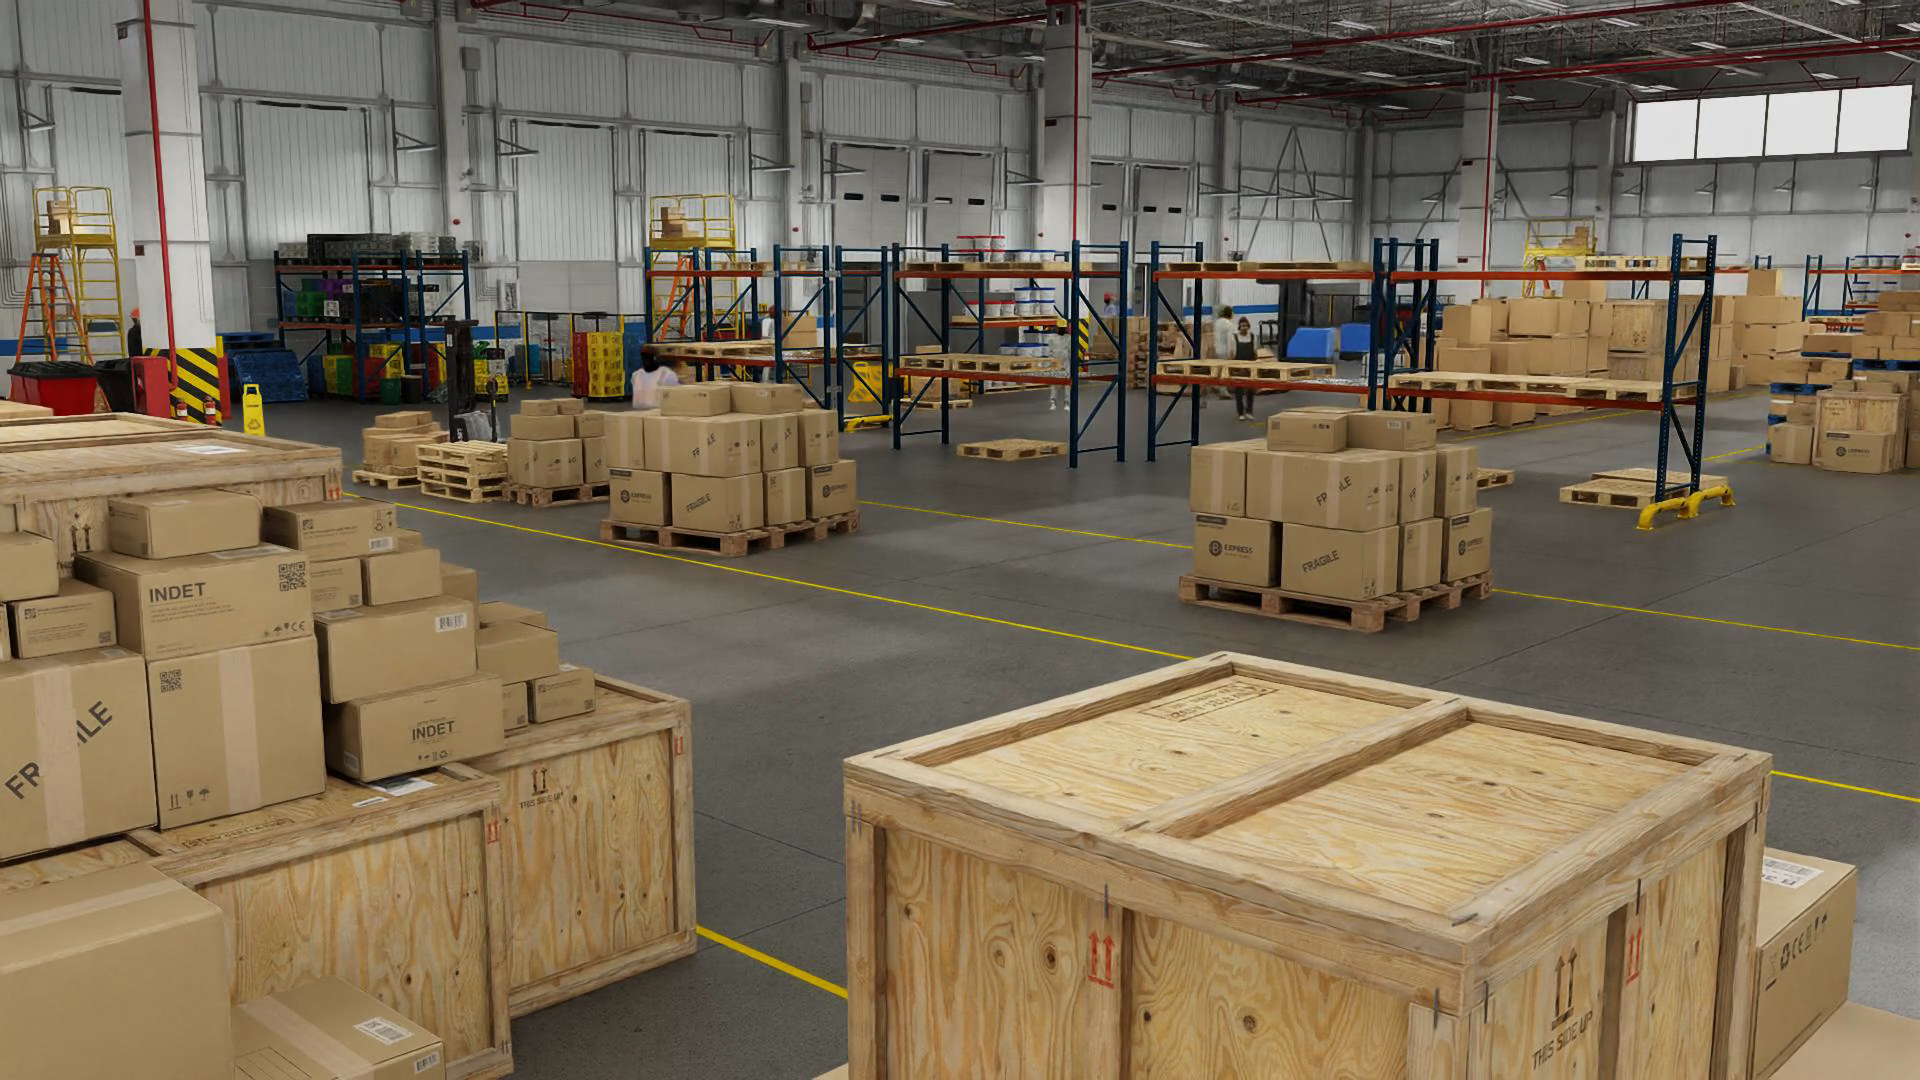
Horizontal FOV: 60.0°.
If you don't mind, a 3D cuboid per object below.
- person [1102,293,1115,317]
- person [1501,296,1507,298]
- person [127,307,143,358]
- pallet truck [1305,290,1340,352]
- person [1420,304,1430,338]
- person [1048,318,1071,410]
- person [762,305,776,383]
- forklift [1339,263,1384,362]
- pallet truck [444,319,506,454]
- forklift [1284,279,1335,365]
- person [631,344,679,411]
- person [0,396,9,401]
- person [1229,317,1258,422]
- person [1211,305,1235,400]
[{"bbox_3d":[4.607,-6.682,51.428,0.508,1.926,0.567,-4,10,-22],"label":"person"},{"bbox_3d":[14.653,-5.640,45.026,0.440,1.926,0.654,-5,11,-30],"label":"person"},{"bbox_3d":[-14.103,-3.004,28.668,0.611,1.996,0.378,8,12,42],"label":"person"},{"bbox_3d":[11.297,-6.951,52.861,1.885,1.965,0.823,-5,11,-29],"label":"pallet truck"},{"bbox_3d":[13.467,-5.994,48.083,0.314,1.642,0.514,-5,10,-28],"label":"person"},{"bbox_3d":[1.901,-3.297,31.267,0.485,1.737,0.327,1,9,7],"label":"person"},{"bbox_3d":[-4.107,-4.158,36.125,0.400,1.870,0.637,-8,12,-39],"label":"person"},{"bbox_3d":[11.807,-6.480,47.272,1.873,2.768,1.129,3,10,16],"label":"forklift"},{"bbox_3d":[-6.981,-1.942,22.150,1.885,1.965,0.823,1,9,9],"label":"pallet truck"},{"bbox_3d":[9.036,-6.034,44.542,1.873,2.768,1.129,4,10,25],"label":"forklift"},{"bbox_3d":[-3.446,-1.323,18.908,0.631,1.821,0.794,4,10,22],"label":"person"},{"bbox_3d":[-6.417,-0.038,10.927,0.614,1.850,0.540,-8,12,-40],"label":"person"},{"bbox_3d":[4.947,-2.953,28.889,0.533,1.818,0.716,0,9,-1],"label":"person"},{"bbox_3d":[5.393,-3.783,33.661,0.438,1.922,0.657,-3,10,-18],"label":"person"}]
